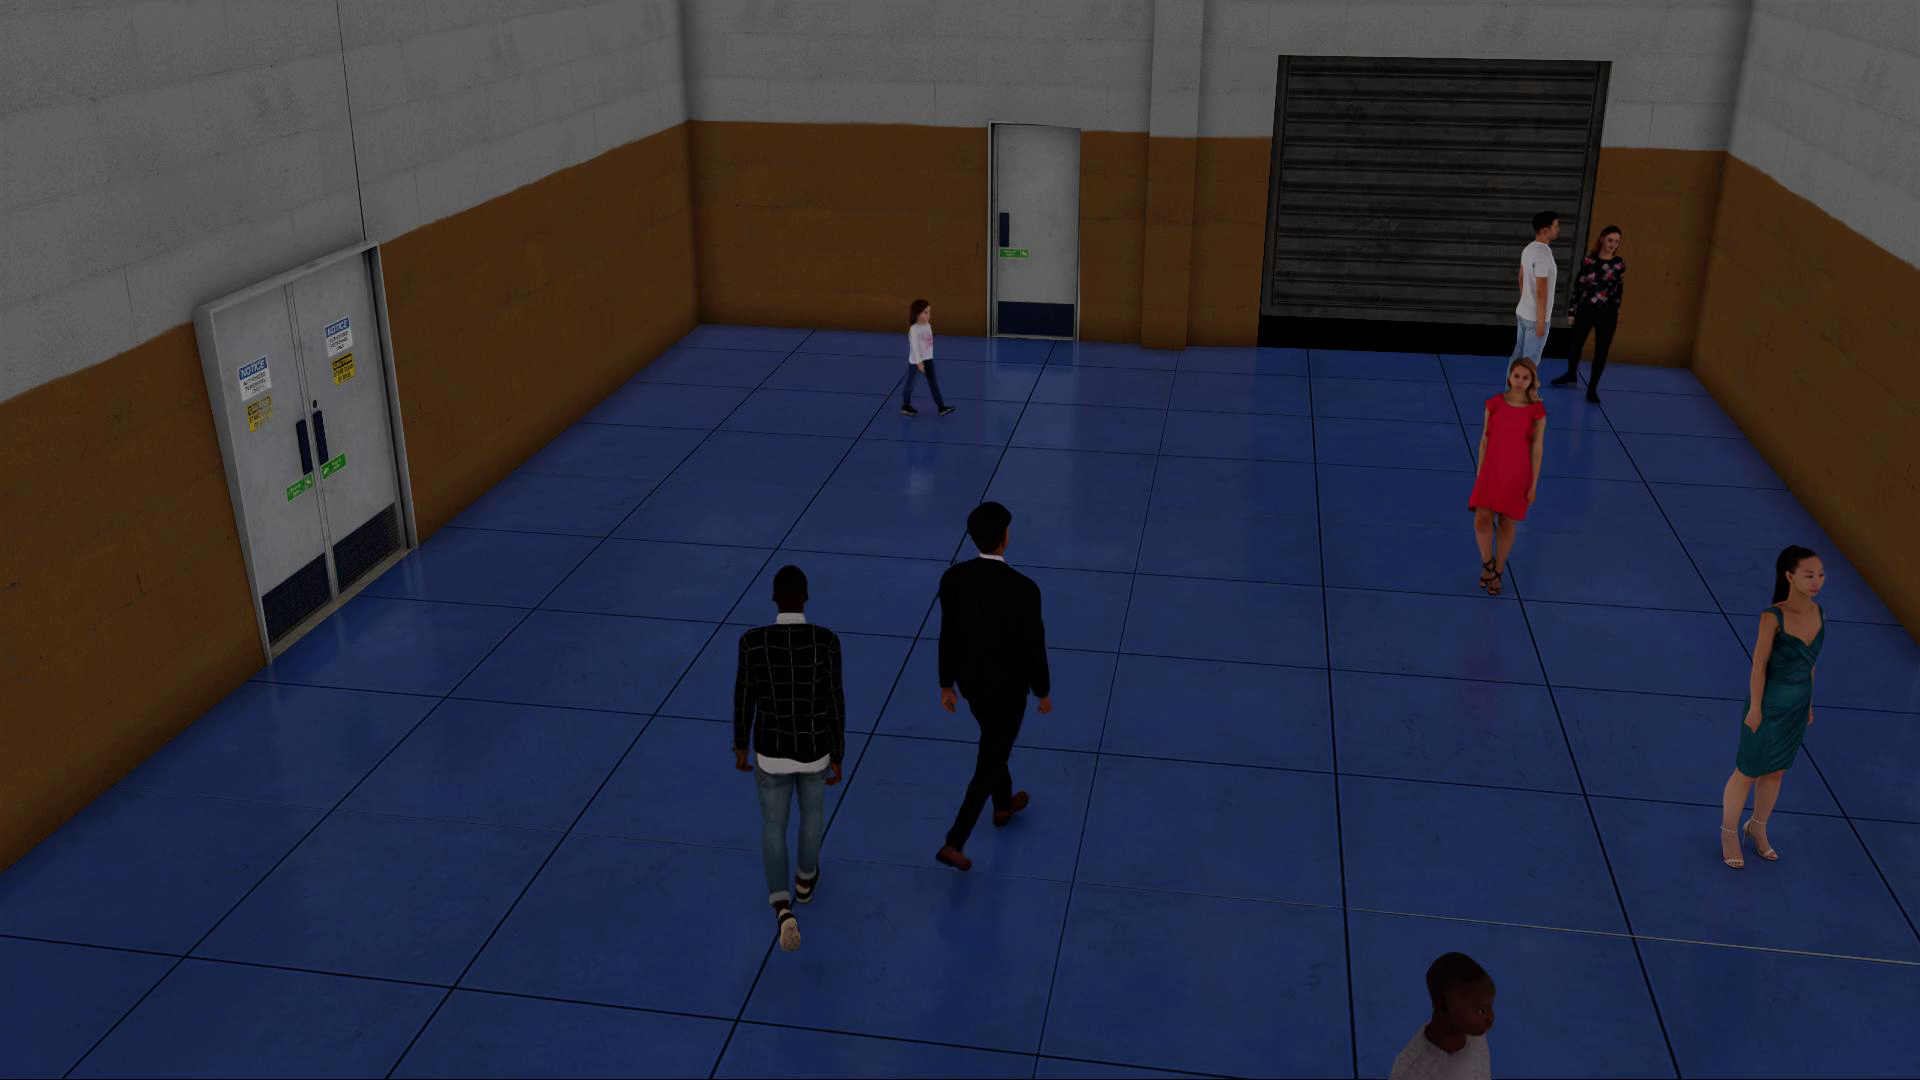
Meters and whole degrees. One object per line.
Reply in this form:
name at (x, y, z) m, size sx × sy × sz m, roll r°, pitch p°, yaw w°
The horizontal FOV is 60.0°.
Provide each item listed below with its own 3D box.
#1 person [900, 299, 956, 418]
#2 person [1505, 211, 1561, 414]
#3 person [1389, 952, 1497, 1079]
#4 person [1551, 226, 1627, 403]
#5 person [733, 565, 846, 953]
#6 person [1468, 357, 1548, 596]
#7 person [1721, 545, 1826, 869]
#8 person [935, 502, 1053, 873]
person at (-0.406, -1.655, 15.222) m, size 0.836 × 1.080 × 0.684 m, roll 18°, pitch 28°, yaw 37°
person at (5.255, -2.085, 15.241) m, size 0.601 × 1.864 × 0.707 m, roll 0°, pitch 22°, yaw 1°
person at (1.363, 2.009, 5.197) m, size 0.796 × 1.756 × 0.855 m, roll -19°, pitch 29°, yaw -39°
person at (5.970, -2.142, 15.671) m, size 0.834 × 1.649 × 0.817 m, roll 10°, pitch 24°, yaw 23°
person at (-0.772, 1.015, 7.616) m, size 1.118 × 1.797 × 0.913 m, roll -1°, pitch 22°, yaw -3°
person at (3.748, -0.451, 11.372) m, size 0.647 × 1.716 × 0.725 m, roll 11°, pitch 24°, yaw 25°
person at (4.033, 0.833, 8.218) m, size 0.572 × 1.687 × 0.676 m, roll -8°, pitch 23°, yaw -18°
person at (0.116, 0.757, 8.193) m, size 1.250 × 1.847 × 1.090 m, roll 14°, pitch 26°, yaw 30°
